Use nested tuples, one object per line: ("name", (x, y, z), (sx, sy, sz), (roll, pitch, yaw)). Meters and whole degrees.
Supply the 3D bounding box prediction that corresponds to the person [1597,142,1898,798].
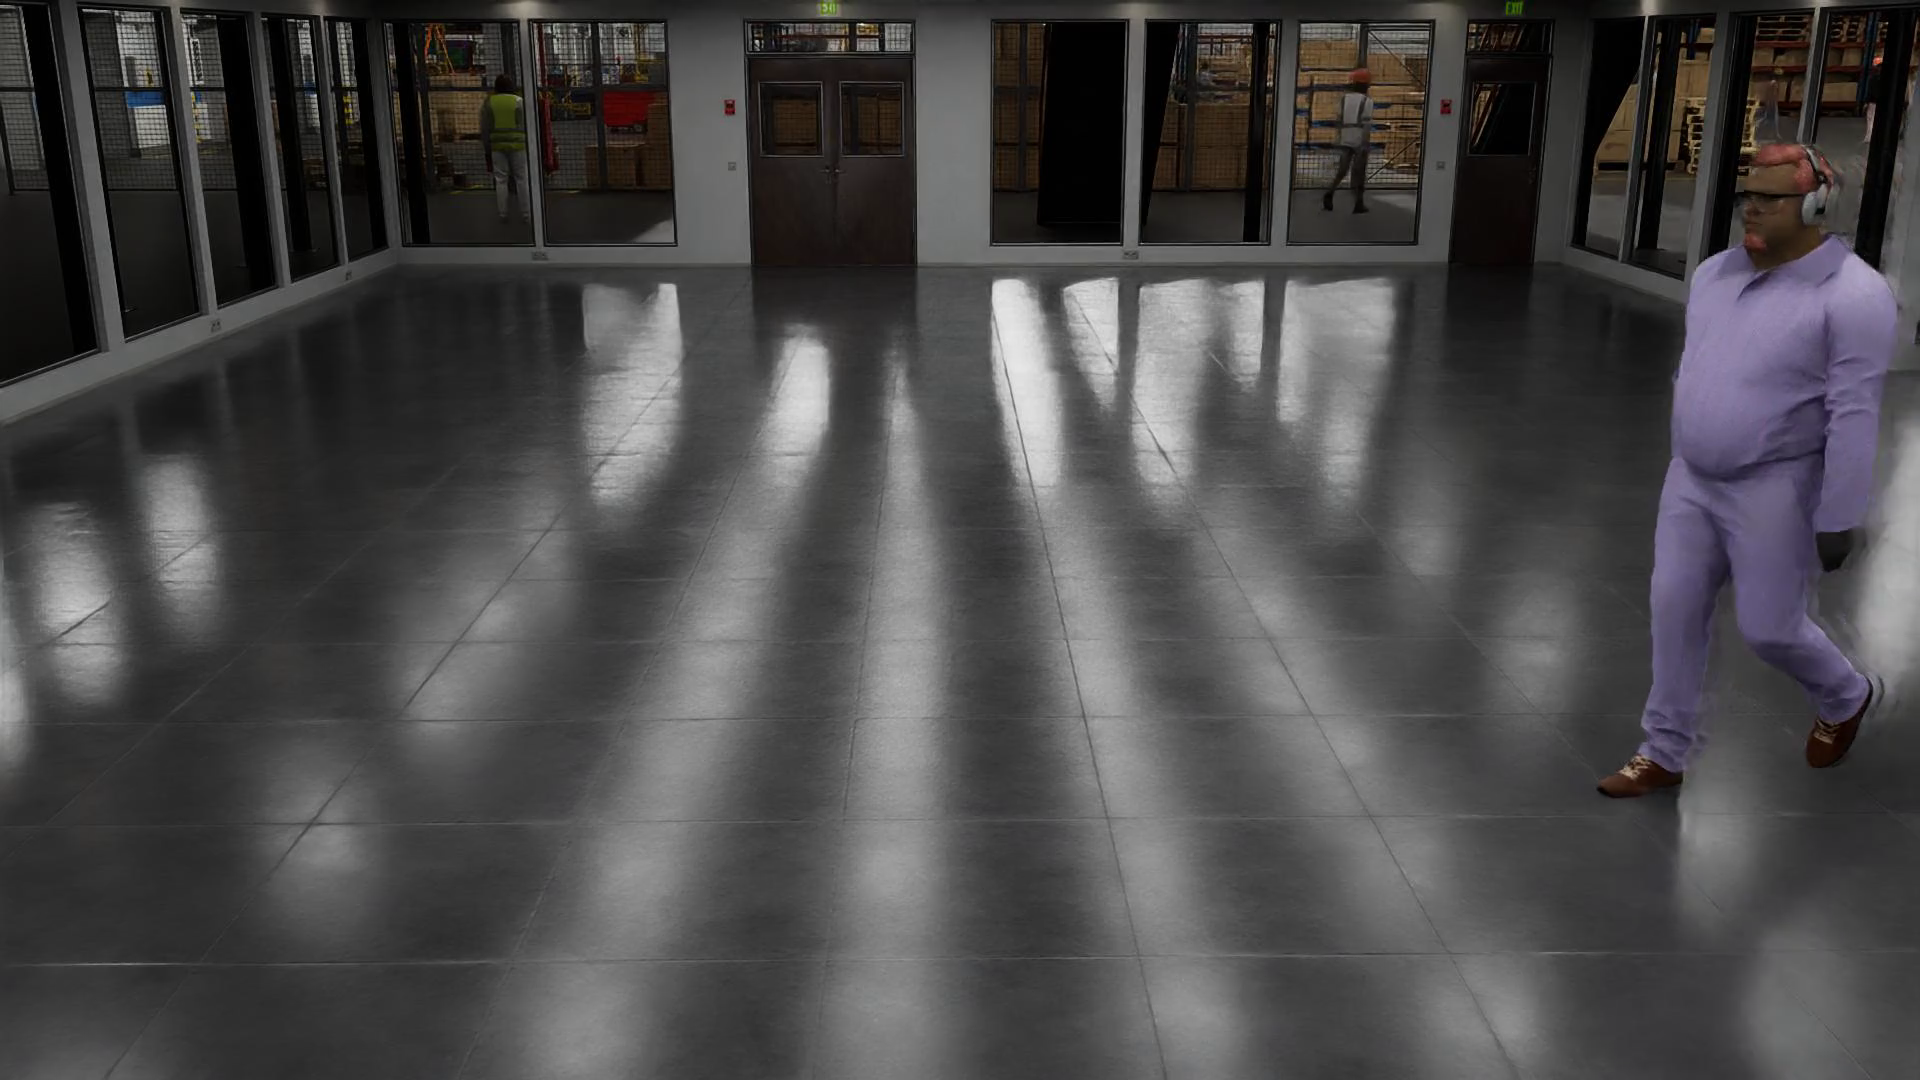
("person", (2.296, -0.168, 4.724), (0.787, 1.884, 0.650), (-7, 18, -22))
